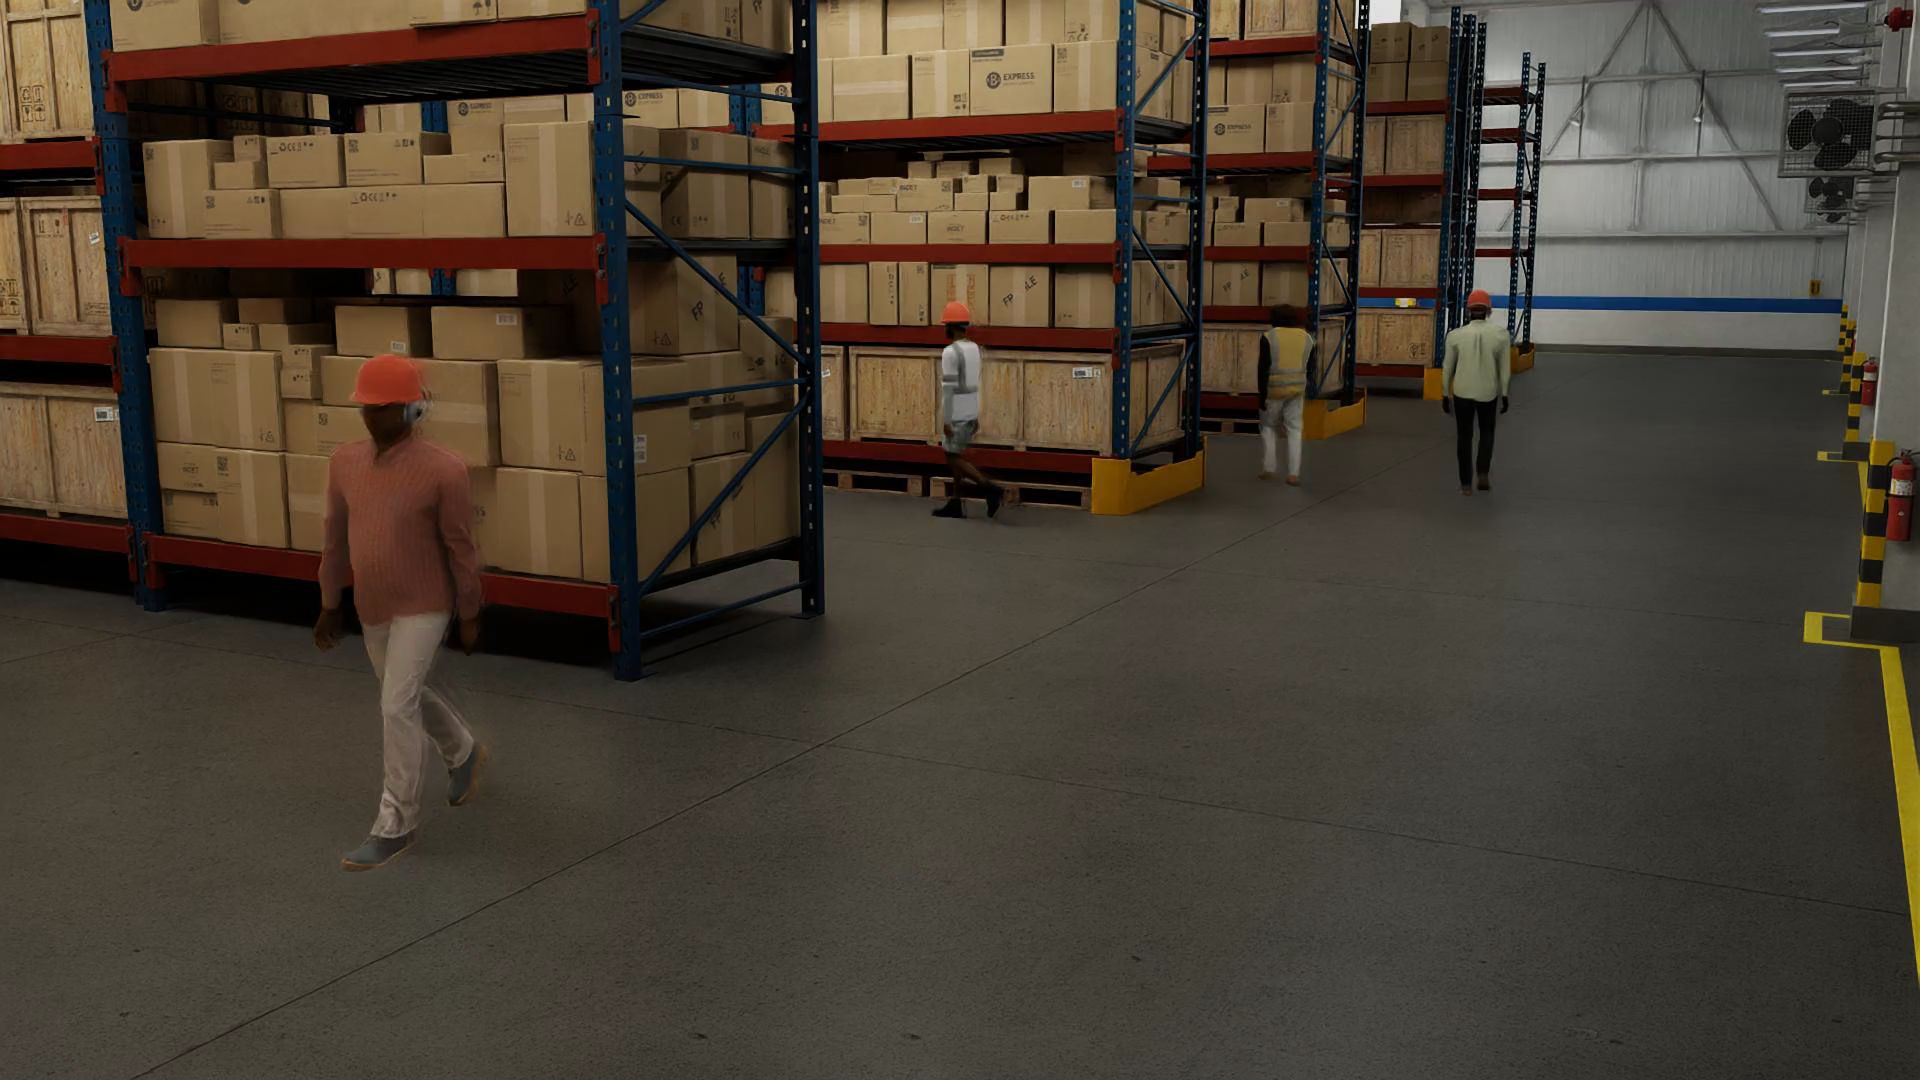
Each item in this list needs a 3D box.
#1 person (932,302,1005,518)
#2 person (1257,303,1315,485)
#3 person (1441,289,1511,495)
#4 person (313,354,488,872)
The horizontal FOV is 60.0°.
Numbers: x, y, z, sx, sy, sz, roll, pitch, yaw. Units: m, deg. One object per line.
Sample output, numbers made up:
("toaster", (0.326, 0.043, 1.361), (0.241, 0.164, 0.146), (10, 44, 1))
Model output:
("person", (0.066, -1.101, 14.432), (0.715, 1.919, 0.548), (6, 11, 31))
("person", (3.241, -1.467, 16.771), (0.657, 1.822, 0.626), (-2, 10, -13))
("person", (4.976, -1.426, 16.090), (0.644, 1.980, 0.518), (2, 10, 13))
("person", (-2.178, 0.228, 6.618), (0.610, 1.964, 0.975), (4, 11, 21))
